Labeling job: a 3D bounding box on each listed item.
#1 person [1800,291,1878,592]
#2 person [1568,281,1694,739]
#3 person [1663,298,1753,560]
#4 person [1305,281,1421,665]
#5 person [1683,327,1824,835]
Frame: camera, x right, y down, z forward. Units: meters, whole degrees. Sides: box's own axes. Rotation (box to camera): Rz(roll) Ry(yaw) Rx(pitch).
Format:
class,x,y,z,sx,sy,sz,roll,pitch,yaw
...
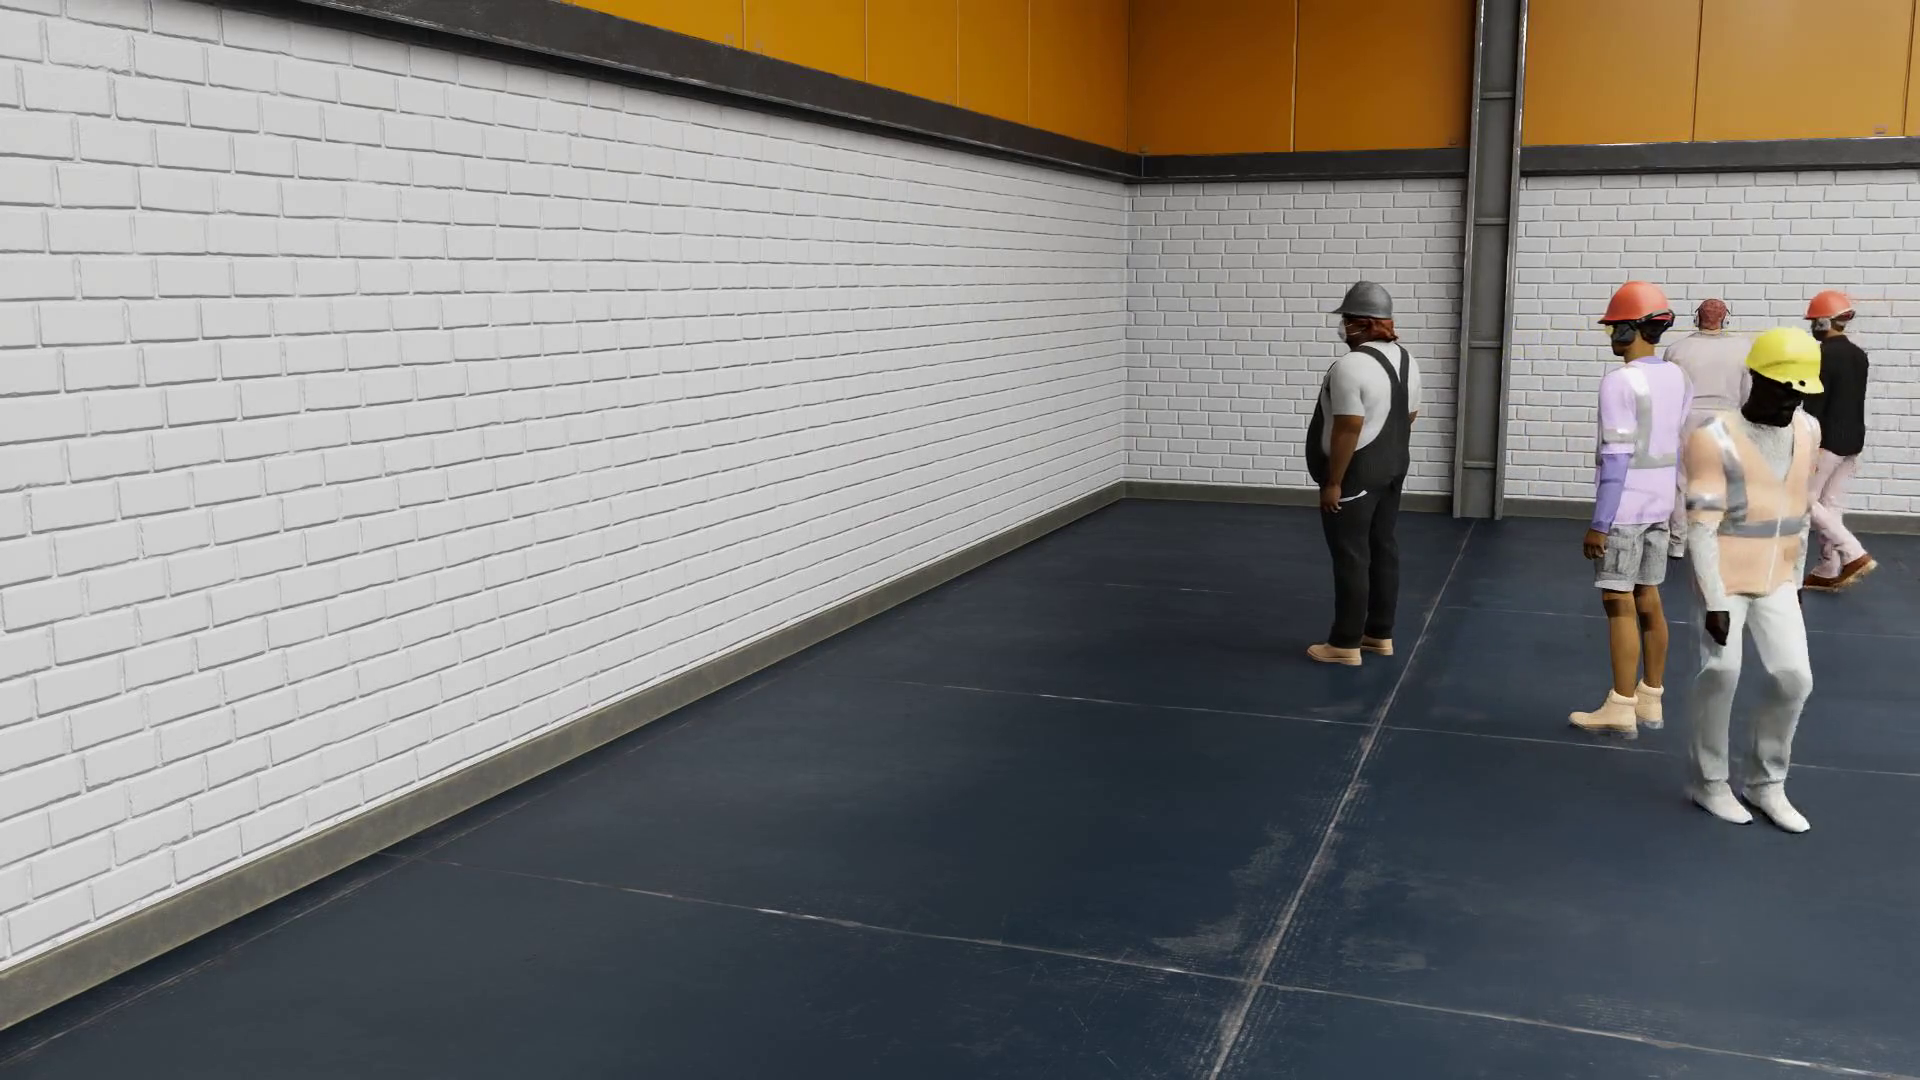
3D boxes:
class,x,y,z,sx,sy,sz,roll,pitch,yaw
person,5.655,-0.618,10.763,0.664,1.970,0.589,-7,11,-36
person,3.000,-0.134,7.492,0.615,2.041,0.387,-7,12,-38
person,5.400,-0.796,12.078,0.654,1.906,0.408,2,9,14
person,2.118,-0.362,8.929,0.688,2.000,0.539,-9,13,-44
person,2.926,0.161,6.133,0.617,1.878,0.606,-2,9,-15
